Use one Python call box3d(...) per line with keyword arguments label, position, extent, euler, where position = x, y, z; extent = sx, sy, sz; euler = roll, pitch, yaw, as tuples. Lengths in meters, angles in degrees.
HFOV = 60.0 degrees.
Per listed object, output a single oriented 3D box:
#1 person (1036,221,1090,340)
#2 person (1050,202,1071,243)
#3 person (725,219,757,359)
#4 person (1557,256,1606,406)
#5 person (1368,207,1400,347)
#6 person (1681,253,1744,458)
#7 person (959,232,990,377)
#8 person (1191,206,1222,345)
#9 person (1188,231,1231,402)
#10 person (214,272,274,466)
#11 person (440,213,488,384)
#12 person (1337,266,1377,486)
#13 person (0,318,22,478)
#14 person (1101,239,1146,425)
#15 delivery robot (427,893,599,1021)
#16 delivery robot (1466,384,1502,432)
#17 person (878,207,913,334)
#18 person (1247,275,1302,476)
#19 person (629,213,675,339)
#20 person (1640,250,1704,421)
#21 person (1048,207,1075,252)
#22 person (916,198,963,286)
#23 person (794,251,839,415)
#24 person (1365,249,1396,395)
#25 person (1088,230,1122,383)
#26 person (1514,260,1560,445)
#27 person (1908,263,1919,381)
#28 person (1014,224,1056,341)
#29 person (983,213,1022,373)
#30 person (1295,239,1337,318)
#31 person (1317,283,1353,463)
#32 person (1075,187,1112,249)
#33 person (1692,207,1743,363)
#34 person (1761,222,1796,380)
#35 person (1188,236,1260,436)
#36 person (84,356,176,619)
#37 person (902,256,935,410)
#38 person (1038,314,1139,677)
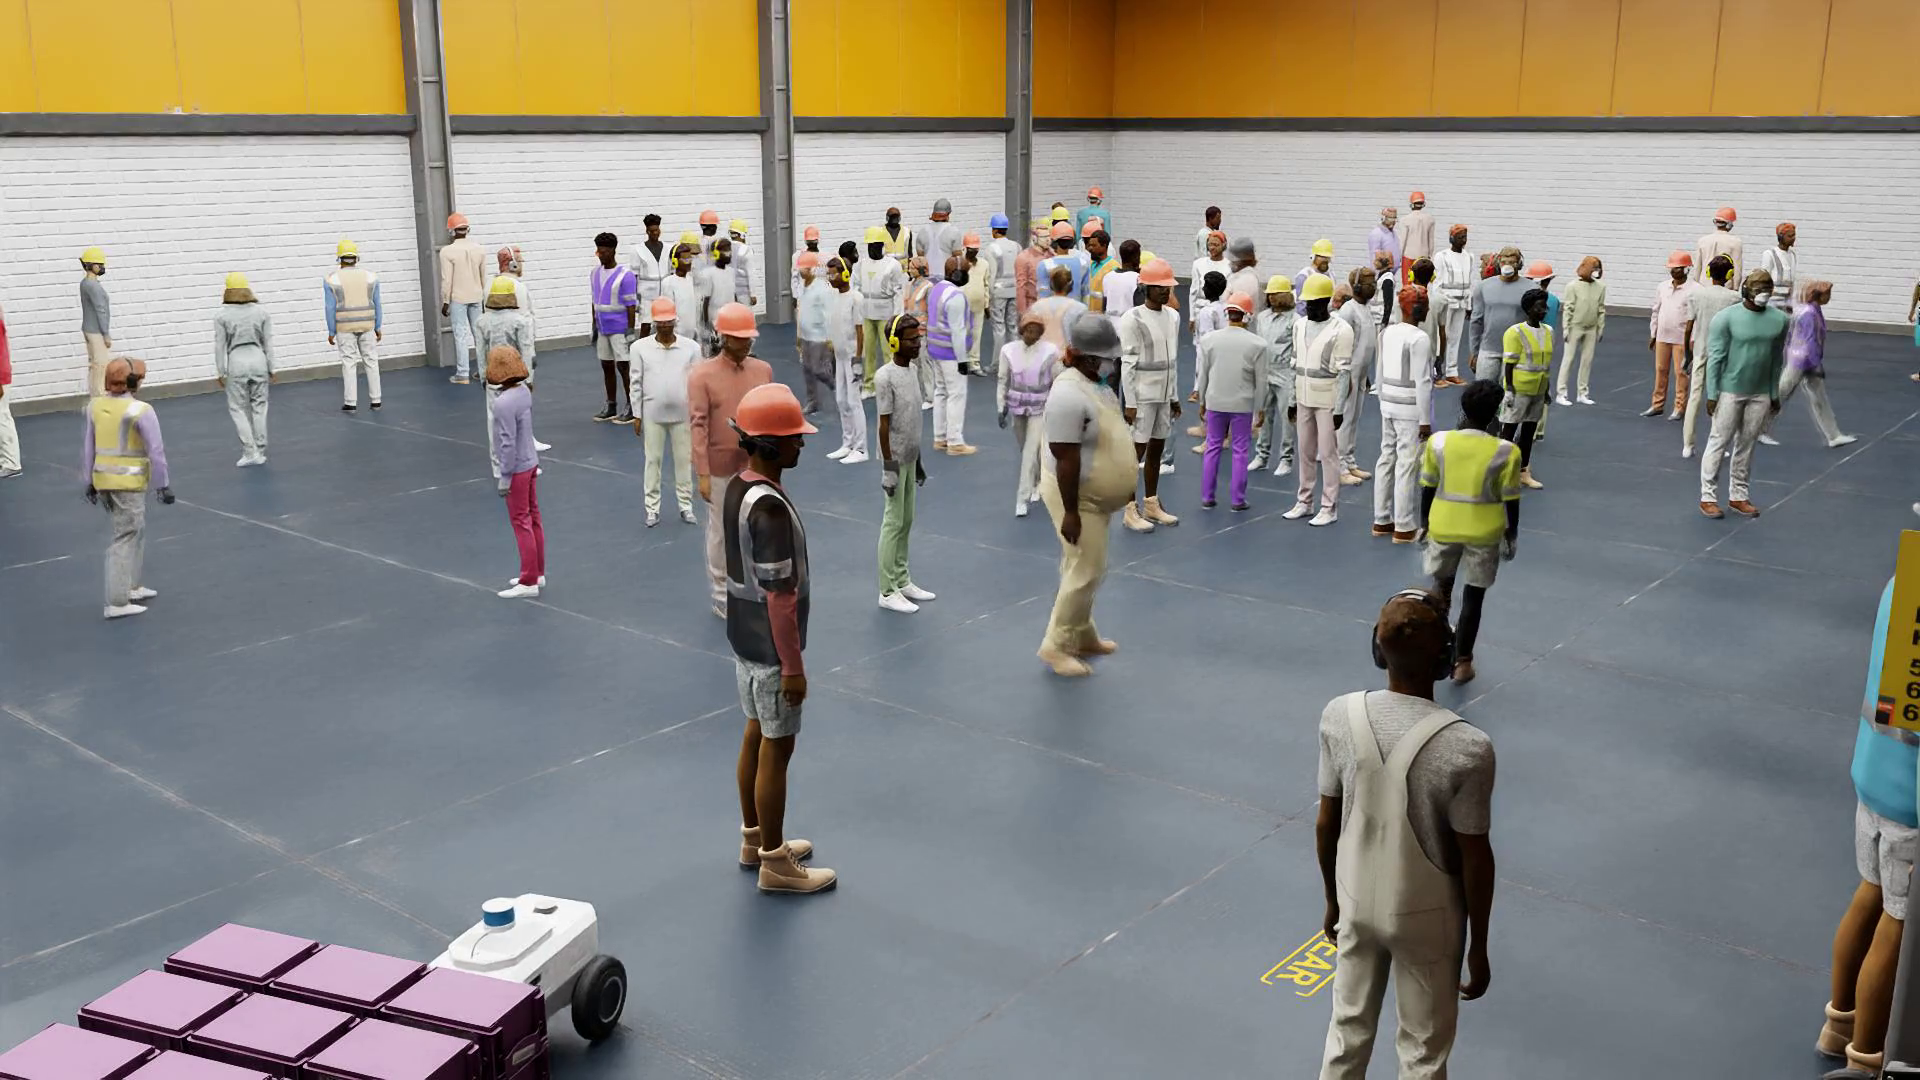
box3d(label="person", position=(1.034, -2.242, 17.128), extent=(0.616, 2.041, 0.378), euler=(-7, 15, -24))
box3d(label="person", position=(1.773, -5.294, 30.143), extent=(0.514, 1.640, 0.310), euler=(10, 17, 34))
box3d(label="person", position=(-2.859, -3.224, 21.498), extent=(0.594, 1.825, 0.403), euler=(9, 17, 33))
box3d(label="person", position=(6.786, -2.277, 18.122), extent=(0.504, 1.628, 0.278), euler=(-3, 14, -13))
box3d(label="person", position=(5.860, -3.628, 22.957), extent=(0.403, 1.904, 0.637), euler=(11, 18, 37))
box3d(label="person", position=(6.860, -1.667, 15.182), extent=(0.515, 1.873, 0.329), euler=(11, 18, 38))
box3d(label="person", position=(0.135, -2.815, 20.006), extent=(0.572, 1.749, 0.341), euler=(-9, 17, -33))
box3d(label="person", position=(3.420, -3.666, 23.100), extent=(0.390, 1.908, 0.600), euler=(6, 15, 22))
box3d(label="person", position=(2.780, -2.435, 18.225), extent=(0.573, 1.883, 0.356), euler=(6, 15, 23))
box3d(label="person", position=(-6.382, -1.521, 14.887), extent=(0.495, 1.731, 0.414), euler=(-9, 17, -32))
box3d(label="person", position=(-5.856, -2.848, 19.649), extent=(0.384, 1.992, 0.622), euler=(11, 18, 38))
box3d(label="person", position=(3.362, -1.395, 14.145), extent=(0.343, 1.847, 0.506), euler=(8, 16, 30))
box3d(label="person", position=(-8.430, -1.406, 14.405), extent=(0.574, 1.740, 0.355), euler=(13, 19, 41))
box3d(label="person", position=(1.612, -1.981, 16.336), extent=(0.398, 1.920, 0.590), euler=(-10, 17, -35))
box3d(label="delivery robot", position=(-1.482, 1.402, 5.394), extent=(0.477, 0.478, 0.707), euler=(5, 15, 19))
box3d(label="delivery robot", position=(5.157, -1.278, 16.103), extent=(0.477, 0.478, 0.707), euler=(9, 16, 31))
box3d(label="person", position=(-0.979, -3.927, 24.275), extent=(0.621, 1.843, 0.429), euler=(-3, 14, -13))
box3d(label="person", position=(2.754, -1.433, 14.501), extent=(0.310, 1.744, 0.486), euler=(-13, 19, -42))
box3d(label="person", position=(-3.706, -2.978, 20.223), extent=(0.612, 1.963, 0.363), euler=(-8, 16, -30))
box3d(label="person", position=(7.371, -2.109, 17.184), extent=(0.334, 1.749, 0.575), euler=(-9, 17, -31))
box3d(label="person", position=(1.361, -3.523, 22.482), extent=(0.366, 1.927, 0.585), euler=(4, 14, 14))
box3d(label="person", position=(-0.222, -3.614, 22.616), extent=(0.674, 2.000, 0.535), euler=(7, 16, 27))
box3d(label="person", position=(-1.498, -2.160, 17.413), extent=(0.503, 1.736, 0.567), euler=(-9, 17, -33))
box3d(label="person", position=(4.777, -2.462, 18.826), extent=(0.311, 1.639, 0.521), euler=(1, 14, 5))
box3d(label="person", position=(1.525, -2.358, 17.845), extent=(0.375, 1.917, 0.598), euler=(-8, 16, -28))
box3d(label="person", position=(5.478, -1.783, 15.880), extent=(0.325, 1.752, 0.559), euler=(11, 18, 38))
box3d(label="person", position=(11.457, -2.714, 19.477), extent=(0.518, 1.816, 0.769), euler=(0, 14, 2))
box3d(label="person", position=(0.920, -2.638, 18.983), extent=(0.639, 1.911, 0.406), euler=(-12, 18, -39))
box3d(label="person", position=(0.507, -3.024, 20.442), extent=(0.392, 1.949, 0.602), euler=(13, 19, 41))
box3d(label="person", position=(3.813, -2.299, 17.789), extent=(0.591, 1.829, 0.404), euler=(-13, 19, -41))
box3d(label="person", position=(3.389, -1.466, 14.851), extent=(0.311, 1.636, 0.523), euler=(-2, 14, -8))
box3d(label="person", position=(2.230, -4.854, 27.666), extent=(0.626, 1.991, 0.389), euler=(7, 16, 25))
box3d(label="person", position=(9.619, -3.215, 21.113), extent=(0.382, 1.995, 0.612), euler=(-10, 17, -36))
box3d(label="person", position=(9.655, -2.798, 19.674), extent=(0.573, 1.883, 0.353), euler=(-9, 17, -33))
box3d(label="person", position=(2.586, -2.000, 16.165), extent=(0.613, 2.000, 0.759), euler=(4, 15, 15))
box3d(label="person", position=(-5.175, -0.333, 10.376), extent=(0.521, 1.610, 0.597), euler=(7, 16, 25))
box3d(label="person", position=(-0.435, -2.216, 17.844), extent=(0.306, 1.639, 0.524), euler=(-9, 17, -33))
box3d(label="person", position=(0.731, -0.268, 9.245), extent=(0.535, 2.000, 0.757), euler=(4, 15, 17))
